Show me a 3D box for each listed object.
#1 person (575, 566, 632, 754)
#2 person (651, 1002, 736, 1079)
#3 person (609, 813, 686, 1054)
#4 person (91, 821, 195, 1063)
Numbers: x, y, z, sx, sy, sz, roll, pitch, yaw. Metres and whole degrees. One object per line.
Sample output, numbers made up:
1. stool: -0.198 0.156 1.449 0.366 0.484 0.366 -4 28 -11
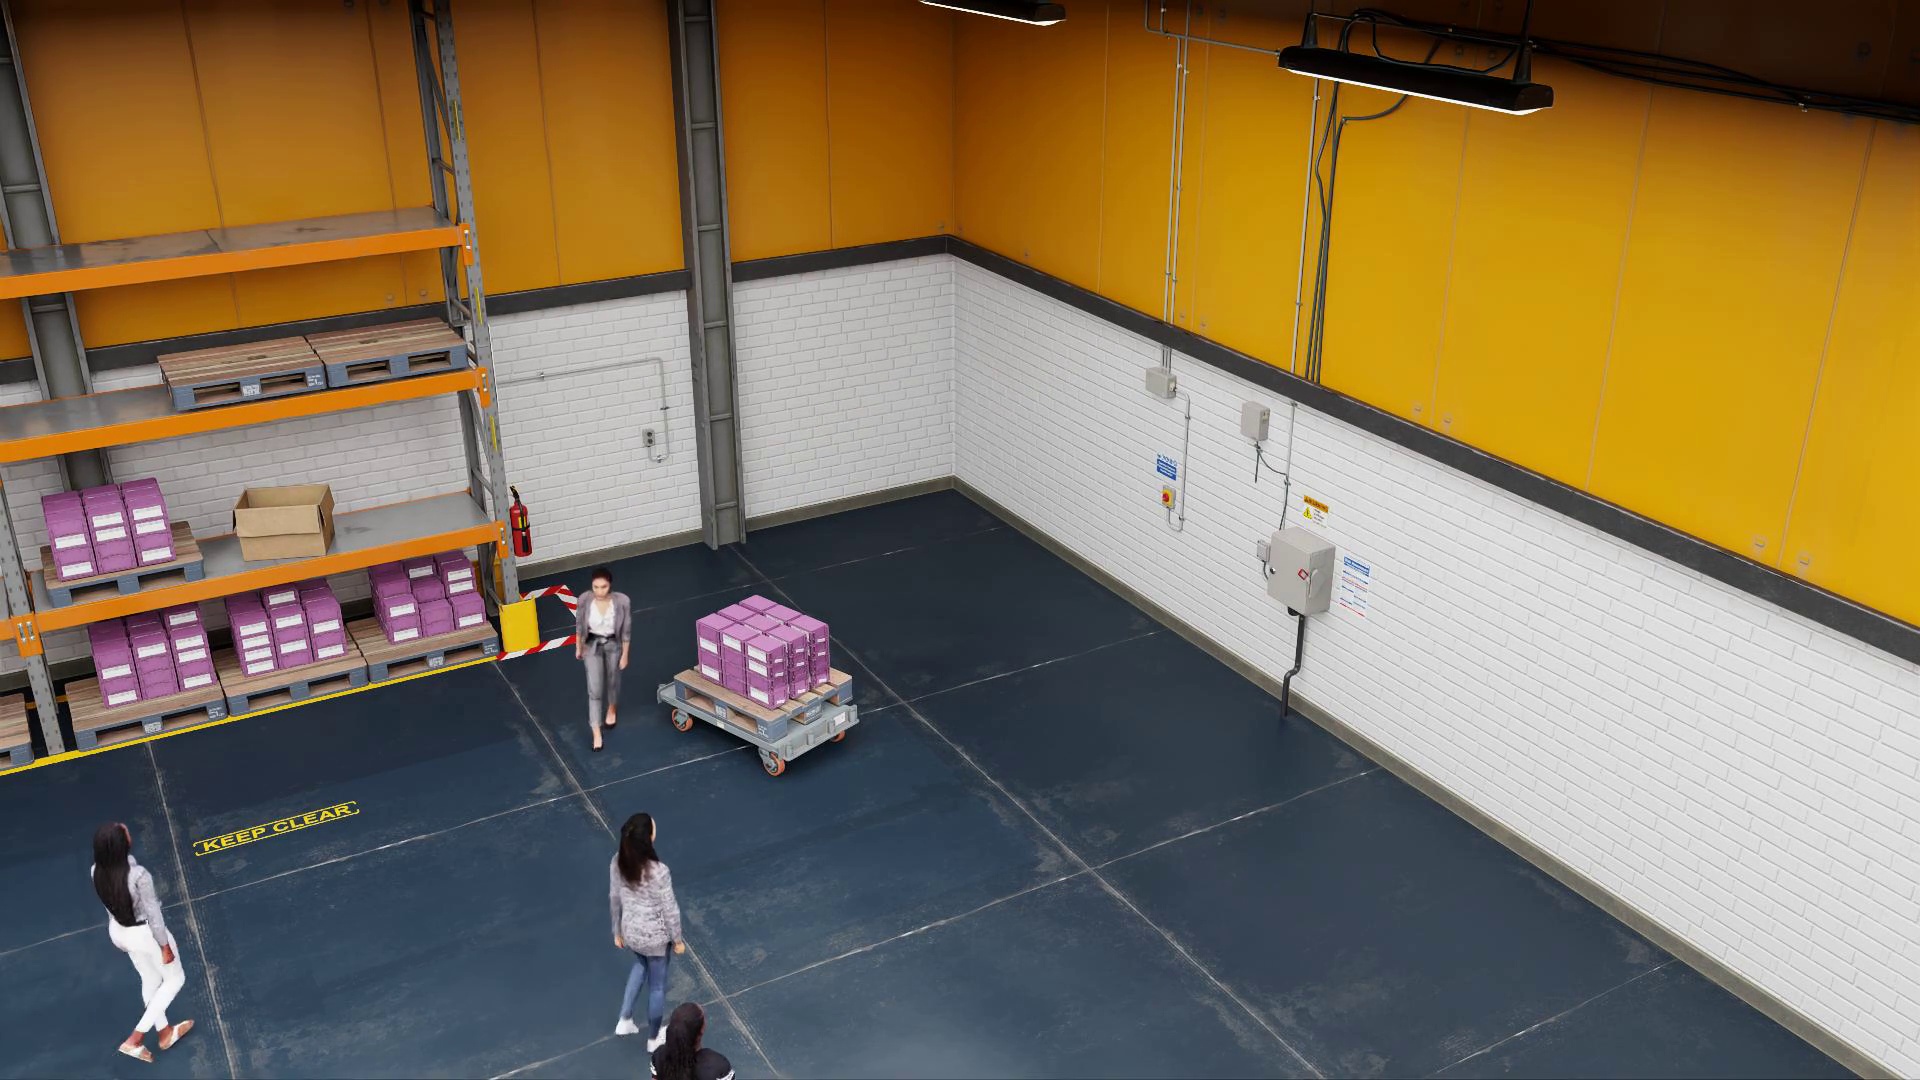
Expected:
1. person: -3.025 0.928 14.232 1.016 1.631 0.940 -2 24 -4
2. person: -1.425 3.239 8.846 0.893 1.709 0.981 9 25 21
3. person: -2.027 2.522 10.473 0.743 1.721 0.790 14 27 29
4. person: -5.182 2.556 10.406 0.855 1.711 0.945 10 25 21
